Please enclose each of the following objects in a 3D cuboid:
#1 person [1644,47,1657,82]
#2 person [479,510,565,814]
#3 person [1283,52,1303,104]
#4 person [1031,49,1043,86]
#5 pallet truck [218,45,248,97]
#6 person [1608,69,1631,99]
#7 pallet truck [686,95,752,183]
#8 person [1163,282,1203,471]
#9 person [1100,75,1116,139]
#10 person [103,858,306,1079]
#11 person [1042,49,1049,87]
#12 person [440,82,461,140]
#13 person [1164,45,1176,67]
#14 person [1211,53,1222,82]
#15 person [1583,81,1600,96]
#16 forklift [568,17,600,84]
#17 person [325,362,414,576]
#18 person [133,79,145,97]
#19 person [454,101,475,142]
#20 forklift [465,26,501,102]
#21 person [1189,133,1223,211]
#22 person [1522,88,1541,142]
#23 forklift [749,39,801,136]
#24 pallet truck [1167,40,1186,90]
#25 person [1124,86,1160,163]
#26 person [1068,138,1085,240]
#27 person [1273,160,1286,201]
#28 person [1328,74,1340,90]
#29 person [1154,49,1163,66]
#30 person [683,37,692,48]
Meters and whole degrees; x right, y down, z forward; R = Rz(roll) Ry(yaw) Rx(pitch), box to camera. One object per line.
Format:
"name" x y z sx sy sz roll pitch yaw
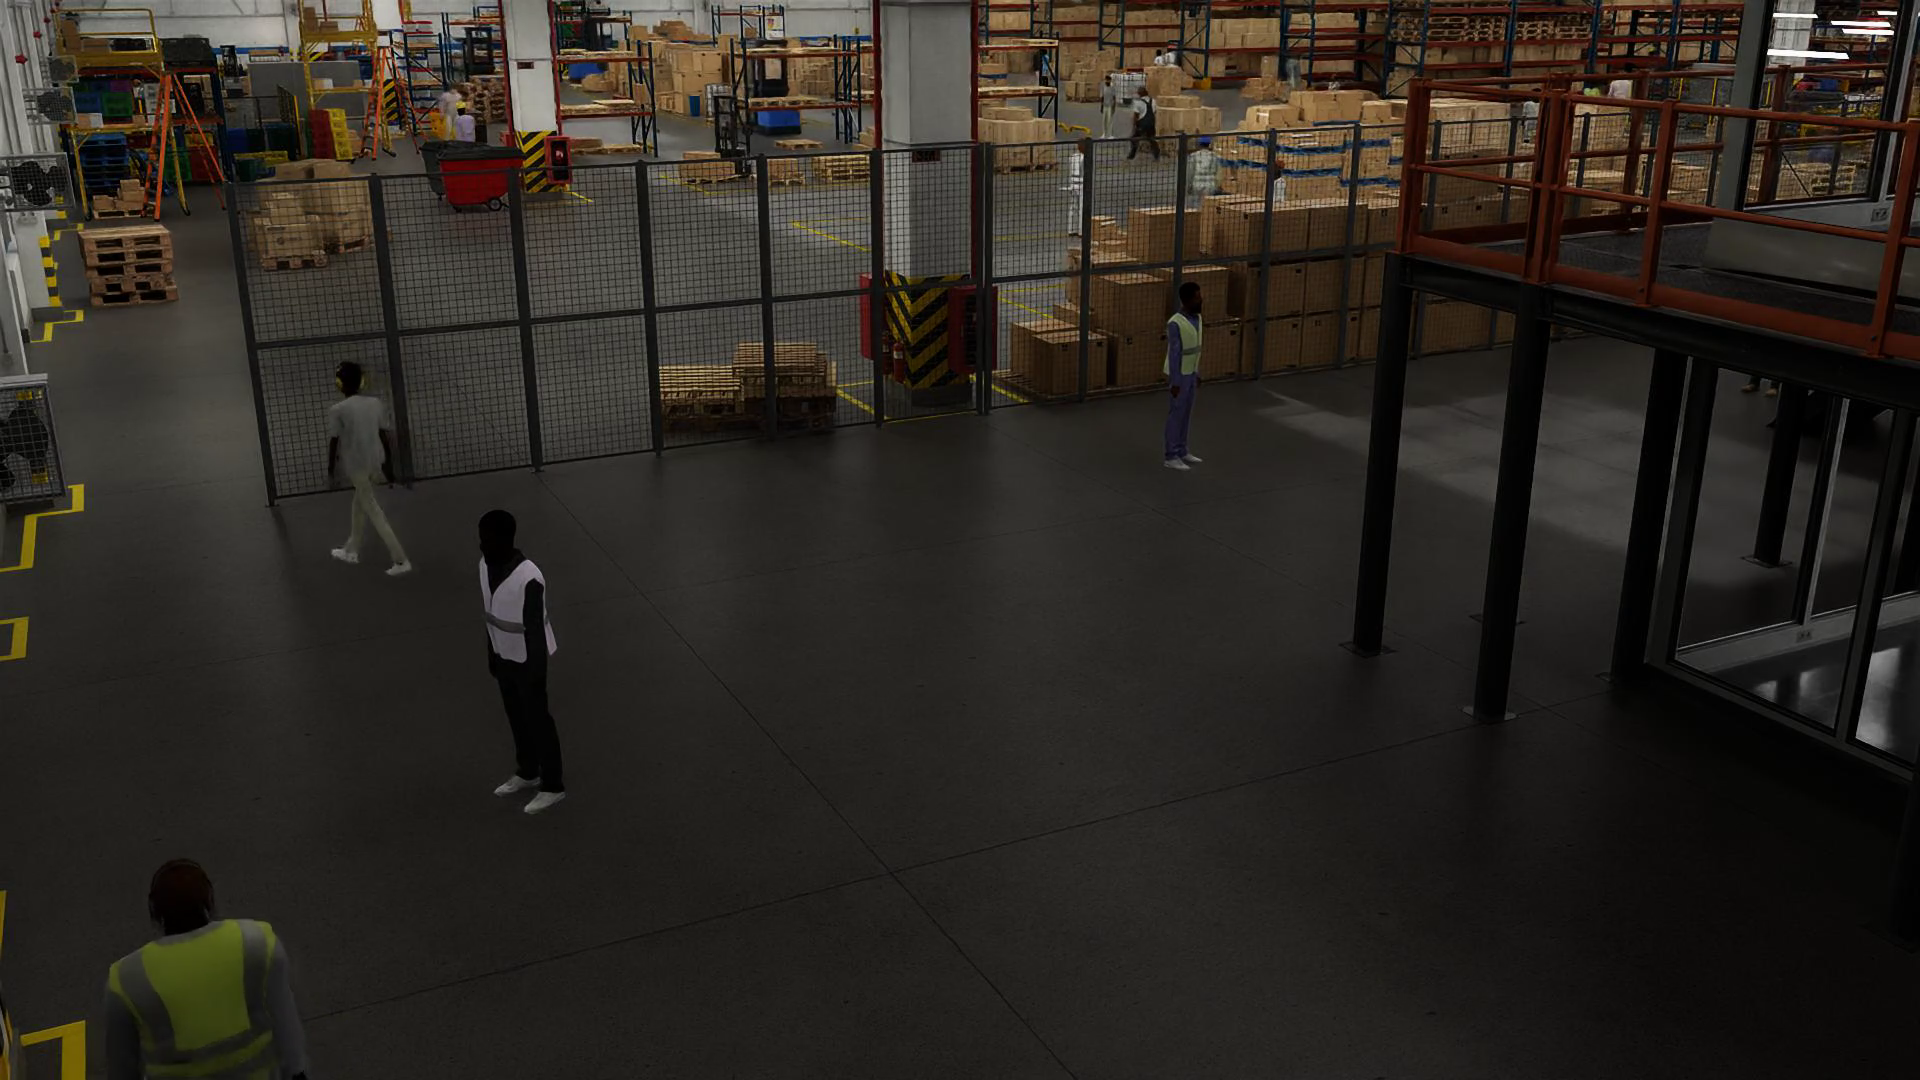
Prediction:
"person" 28.844 -19.686 69.475 0.535 1.730 0.535 -10 22 -27
"person" -2.663 0.713 10.079 0.586 1.910 0.396 18 26 41
"person" 12.659 -17.311 62.355 1.031 1.880 0.654 3 19 9
"person" 3.071 -18.882 66.773 0.573 1.972 0.631 9 21 24
"pallet truck" -28.879 -18.665 66.111 0.823 1.965 1.885 -3 19 -9
"person" 20.541 -13.705 51.887 0.651 1.893 0.430 3 19 9
"pallet truck" -5.836 -9.608 39.856 0.823 1.965 1.885 10 22 27
"person" 2.285 -1.683 16.999 0.383 1.919 0.597 11 22 29
"person" 4.427 -12.945 49.743 0.528 1.859 0.332 15 24 37
"person" -2.921 2.025 6.431 0.658 1.795 0.931 -13 23 -33
"person" 3.504 -19.560 69.159 0.319 1.696 0.532 12 22 31
"person" -14.100 -11.719 46.131 0.523 1.891 0.720 17 25 40
"person" 8.514 -19.227 67.887 0.624 1.894 0.481 -11 22 -28
"person" 11.566 -21.520 74.657 0.796 1.813 0.656 -11 22 -28
"person" 19.468 -13.415 51.376 0.533 1.686 0.468 14 24 35
"forklift" -16.088 -21.343 72.540 1.873 2.768 1.129 -12 22 -31
"person" -5.037 -0.594 14.030 1.002 1.813 0.500 10 21 27
"person" -25.350 -13.403 51.414 0.520 1.633 0.312 6 20 17
"person" -11.704 -9.381 39.306 0.379 1.922 0.594 10 22 27
"forklift" -17.688 -17.560 61.573 1.129 2.768 1.873 -14 24 -36
"person" 4.745 -6.828 31.917 0.617 1.917 0.814 10 21 26
"person" 14.845 -10.700 43.067 0.614 1.962 0.362 5 20 15
"forklift" -5.684 -13.817 50.724 1.129 2.768 1.873 -9 21 -25
"pallet truck" 9.045 -19.971 69.895 0.823 1.965 1.885 -3 19 -8
"person" 4.793 -10.948 43.673 0.864 2.000 0.576 -11 22 -29
"person" 2.275 -6.629 31.411 0.354 1.877 0.574 -15 24 -37
"person" 5.271 -5.410 27.857 0.349 1.884 0.584 1 19 3
"person" 12.116 -14.290 53.986 0.314 1.629 0.508 -9 21 -24
"person" 8.296 -19.501 69.017 0.685 1.672 0.533 13 23 34
"person" -12.259 -21.523 74.479 0.546 1.942 0.352 -5 20 -14
